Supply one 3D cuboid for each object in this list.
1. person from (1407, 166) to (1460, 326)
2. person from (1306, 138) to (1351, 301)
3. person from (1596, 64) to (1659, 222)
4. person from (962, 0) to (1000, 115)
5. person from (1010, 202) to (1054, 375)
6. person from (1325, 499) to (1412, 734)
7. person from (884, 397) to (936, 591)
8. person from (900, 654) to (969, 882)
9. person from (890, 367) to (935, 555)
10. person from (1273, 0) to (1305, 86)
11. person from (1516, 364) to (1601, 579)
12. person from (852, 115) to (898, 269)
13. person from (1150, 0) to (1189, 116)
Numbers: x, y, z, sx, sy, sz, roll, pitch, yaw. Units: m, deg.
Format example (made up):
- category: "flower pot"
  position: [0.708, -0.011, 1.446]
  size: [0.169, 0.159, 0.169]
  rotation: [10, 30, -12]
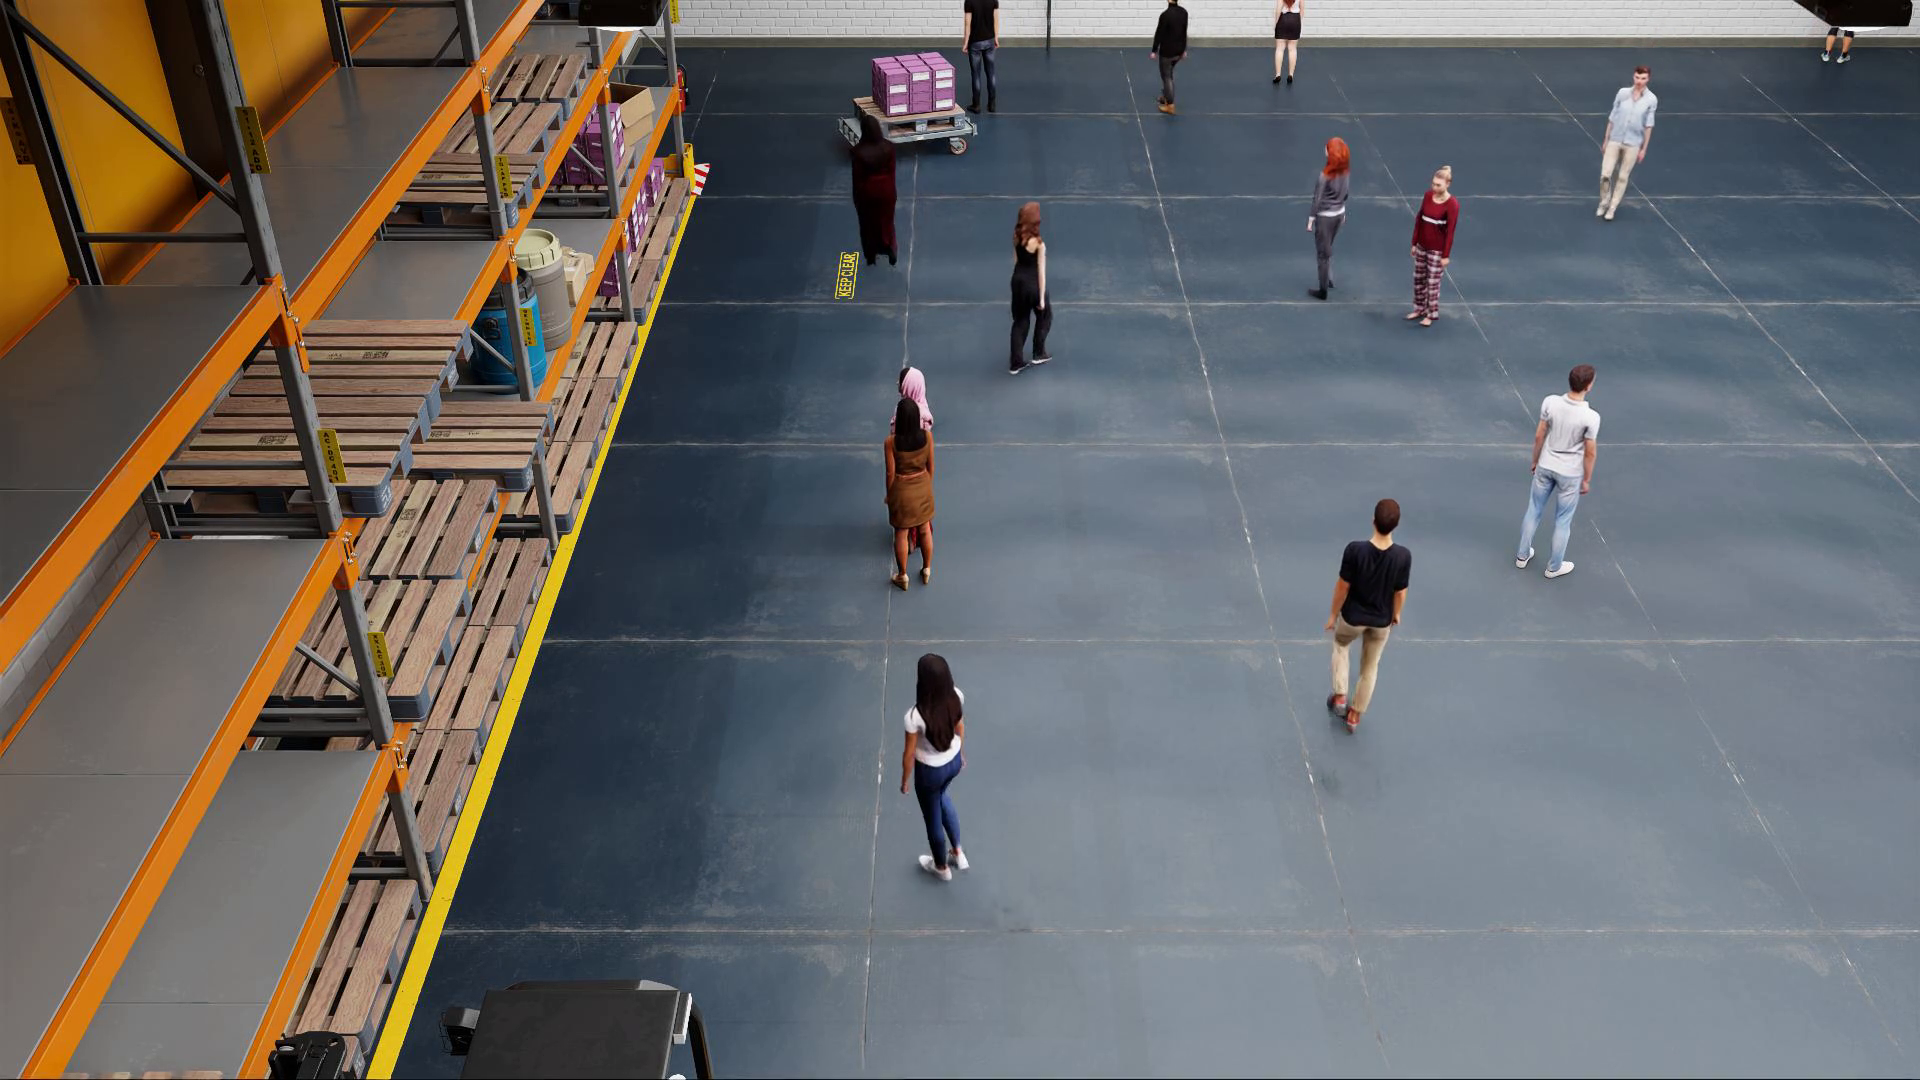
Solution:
- category: "person"
  position: [4.846, -3.017, 17.045]
  size: [0.764, 1.702, 0.681]
  rotation: [-23, 40, -31]
- category: "person"
  position: [3.939, -3.334, 17.462]
  size: [0.704, 1.768, 0.737]
  rotation: [-22, 40, -30]
- category: "person"
  position: [7.776, -4.653, 19.382]
  size: [0.779, 1.839, 0.793]
  rotation: [16, 37, 23]
- category: "person"
  position: [0.296, -6.721, 22.442]
  size: [0.737, 1.896, 0.677]
  rotation: [-9, 35, -14]
- category: "person"
  position: [0.589, -2.401, 16.095]
  size: [0.826, 1.728, 0.896]
  rotation: [23, 40, 31]
- category: "person"
  position: [2.817, 0.593, 11.488]
  size: [0.710, 1.841, 0.660]
  rotation: [4, 34, 5]
- category: "person"
  position: [-0.389, -0.362, 13.062]
  size: [0.629, 1.690, 0.630]
  rotation: [-14, 36, -20]
- category: "person"
  position: [-0.082, 1.460, 10.251]
  size: [0.751, 1.766, 0.809]
  rotation: [-27, 42, -34]
- category: "person"
  position: [-0.393, -0.682, 13.590]
  size: [0.709, 1.638, 0.523]
  rotation: [1, 34, 1]
- category: "person"
  position: [4.631, -7.275, 23.500]
  size: [0.553, 1.648, 0.499]
  rotation: [-1, 34, -1]
- category: "person"
  position: [4.760, -0.551, 13.199]
  size: [0.714, 1.852, 0.769]
  rotation: [28, 43, 35]
- category: "person"
  position: [-0.887, -3.729, 18.081]
  size: [0.807, 1.741, 0.905]
  rotation: [-11, 35, -17]
- category: "person"
  position: [2.885, -6.589, 22.413]
  size: [0.846, 1.709, 0.908]
  rotation: [-27, 42, -34]
